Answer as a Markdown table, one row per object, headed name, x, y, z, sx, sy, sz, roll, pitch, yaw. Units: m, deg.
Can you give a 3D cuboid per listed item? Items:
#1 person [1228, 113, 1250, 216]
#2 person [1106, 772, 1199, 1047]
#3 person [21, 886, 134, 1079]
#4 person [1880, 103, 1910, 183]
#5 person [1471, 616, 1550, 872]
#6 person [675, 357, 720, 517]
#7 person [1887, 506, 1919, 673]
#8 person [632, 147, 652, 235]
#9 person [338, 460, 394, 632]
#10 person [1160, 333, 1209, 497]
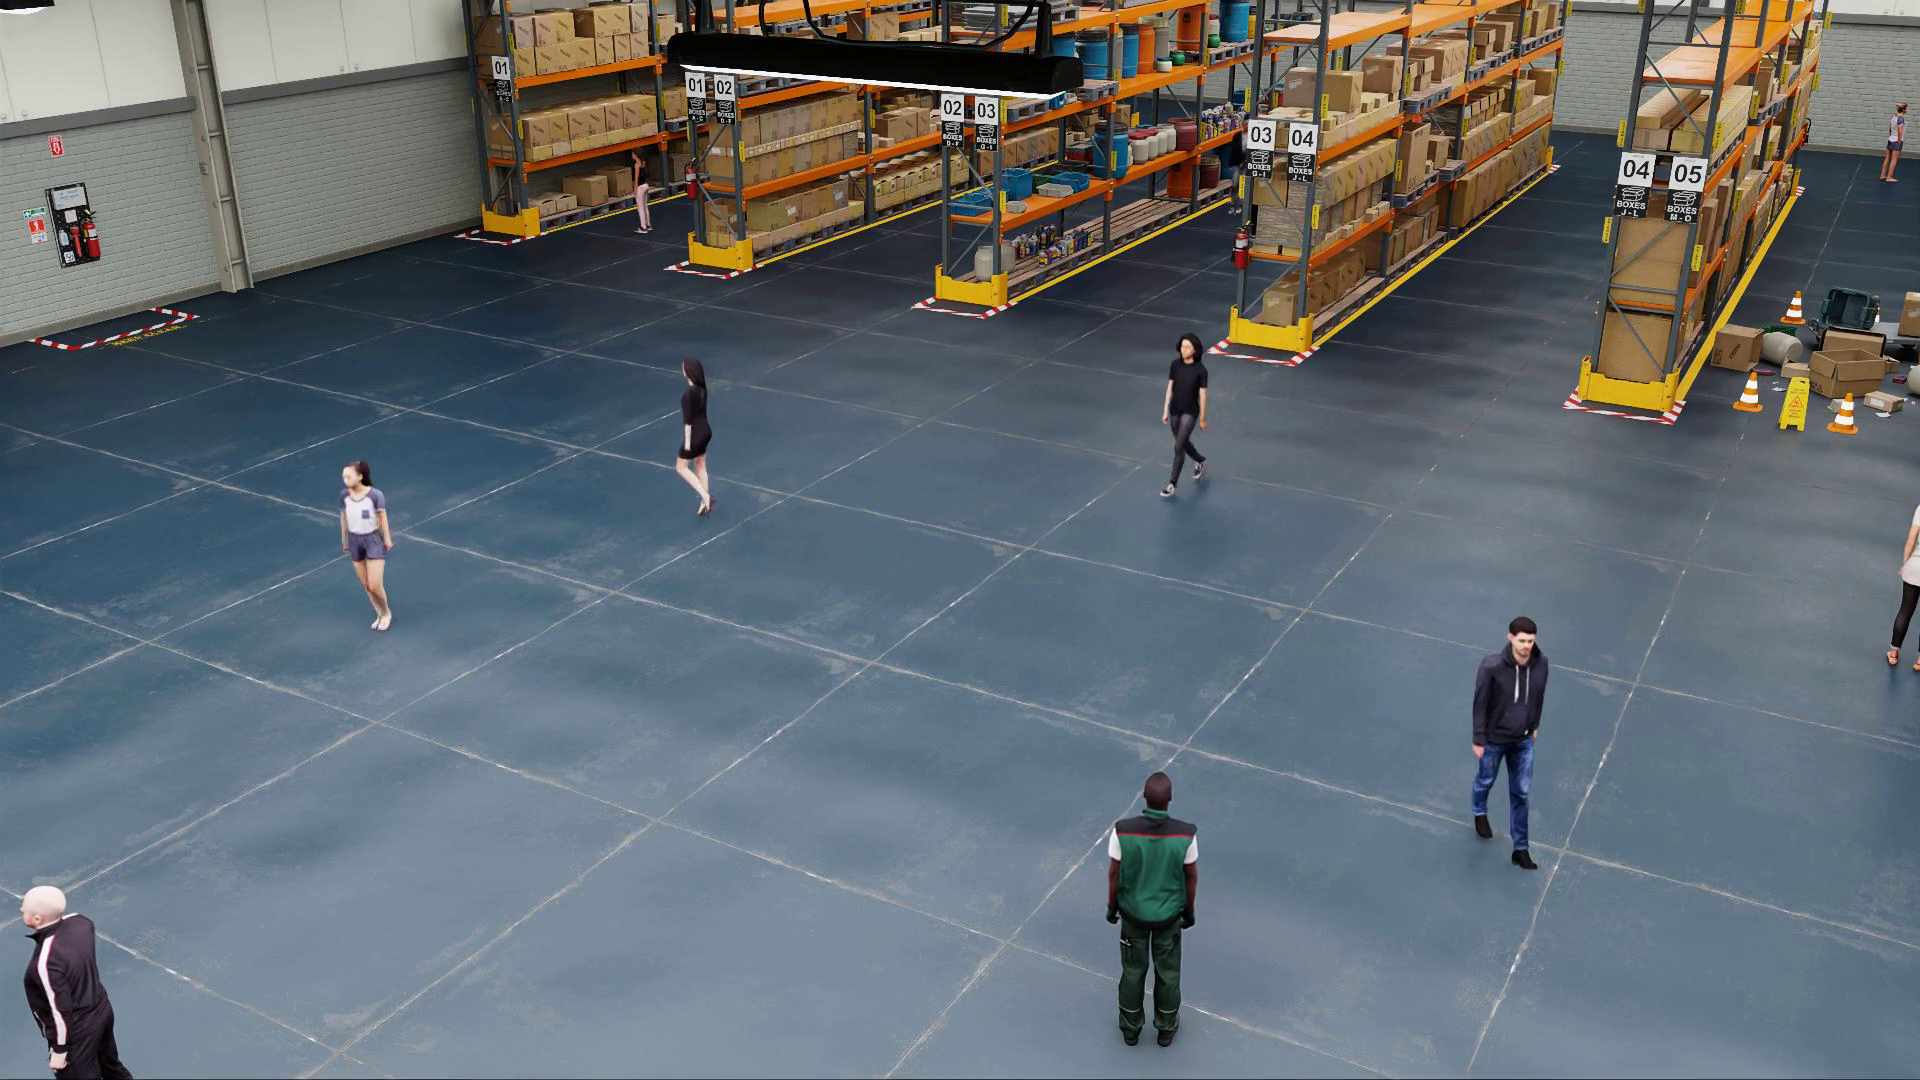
| name | x | y | z | sx | sy | sz | roll | pitch | yaw |
| --- | --- | --- | --- | --- | --- | --- | --- | --- | --- |
| person | 5.483 | -7.271 | 32.122 | 0.838 | 1.932 | 0.890 | 7 | 24 | 16 |
| person | 1.144 | 2.210 | 9.947 | 0.771 | 1.838 | 0.744 | 2 | 23 | 5 |
| person | -4.724 | 2.636 | 8.949 | 0.826 | 1.837 | 0.725 | -2 | 23 | -5 |
| person | 19.839 | -8.446 | 35.278 | 0.724 | 1.625 | 0.624 | 0 | 23 | 0 |
| person | 3.883 | 1.355 | 11.944 | 1.065 | 1.849 | 1.212 | -1 | 23 | -3 |
| person | -2.727 | -1.045 | 17.666 | 0.718 | 1.788 | 0.636 | 9 | 25 | 20 |
| person | 8.461 | 0.273 | 14.516 | 0.653 | 1.827 | 0.591 | 19 | 30 | 38 |
| person | -5.893 | -6.477 | 30.728 | 0.624 | 1.563 | 0.524 | 5 | 24 | 12 |
| person | -5.414 | 0.034 | 15.324 | 0.674 | 1.636 | 0.673 | 5 | 24 | 12 |
| person | 2.556 | -1.445 | 18.588 | 0.842 | 1.803 | 1.196 | 21 | 31 | 40 |
